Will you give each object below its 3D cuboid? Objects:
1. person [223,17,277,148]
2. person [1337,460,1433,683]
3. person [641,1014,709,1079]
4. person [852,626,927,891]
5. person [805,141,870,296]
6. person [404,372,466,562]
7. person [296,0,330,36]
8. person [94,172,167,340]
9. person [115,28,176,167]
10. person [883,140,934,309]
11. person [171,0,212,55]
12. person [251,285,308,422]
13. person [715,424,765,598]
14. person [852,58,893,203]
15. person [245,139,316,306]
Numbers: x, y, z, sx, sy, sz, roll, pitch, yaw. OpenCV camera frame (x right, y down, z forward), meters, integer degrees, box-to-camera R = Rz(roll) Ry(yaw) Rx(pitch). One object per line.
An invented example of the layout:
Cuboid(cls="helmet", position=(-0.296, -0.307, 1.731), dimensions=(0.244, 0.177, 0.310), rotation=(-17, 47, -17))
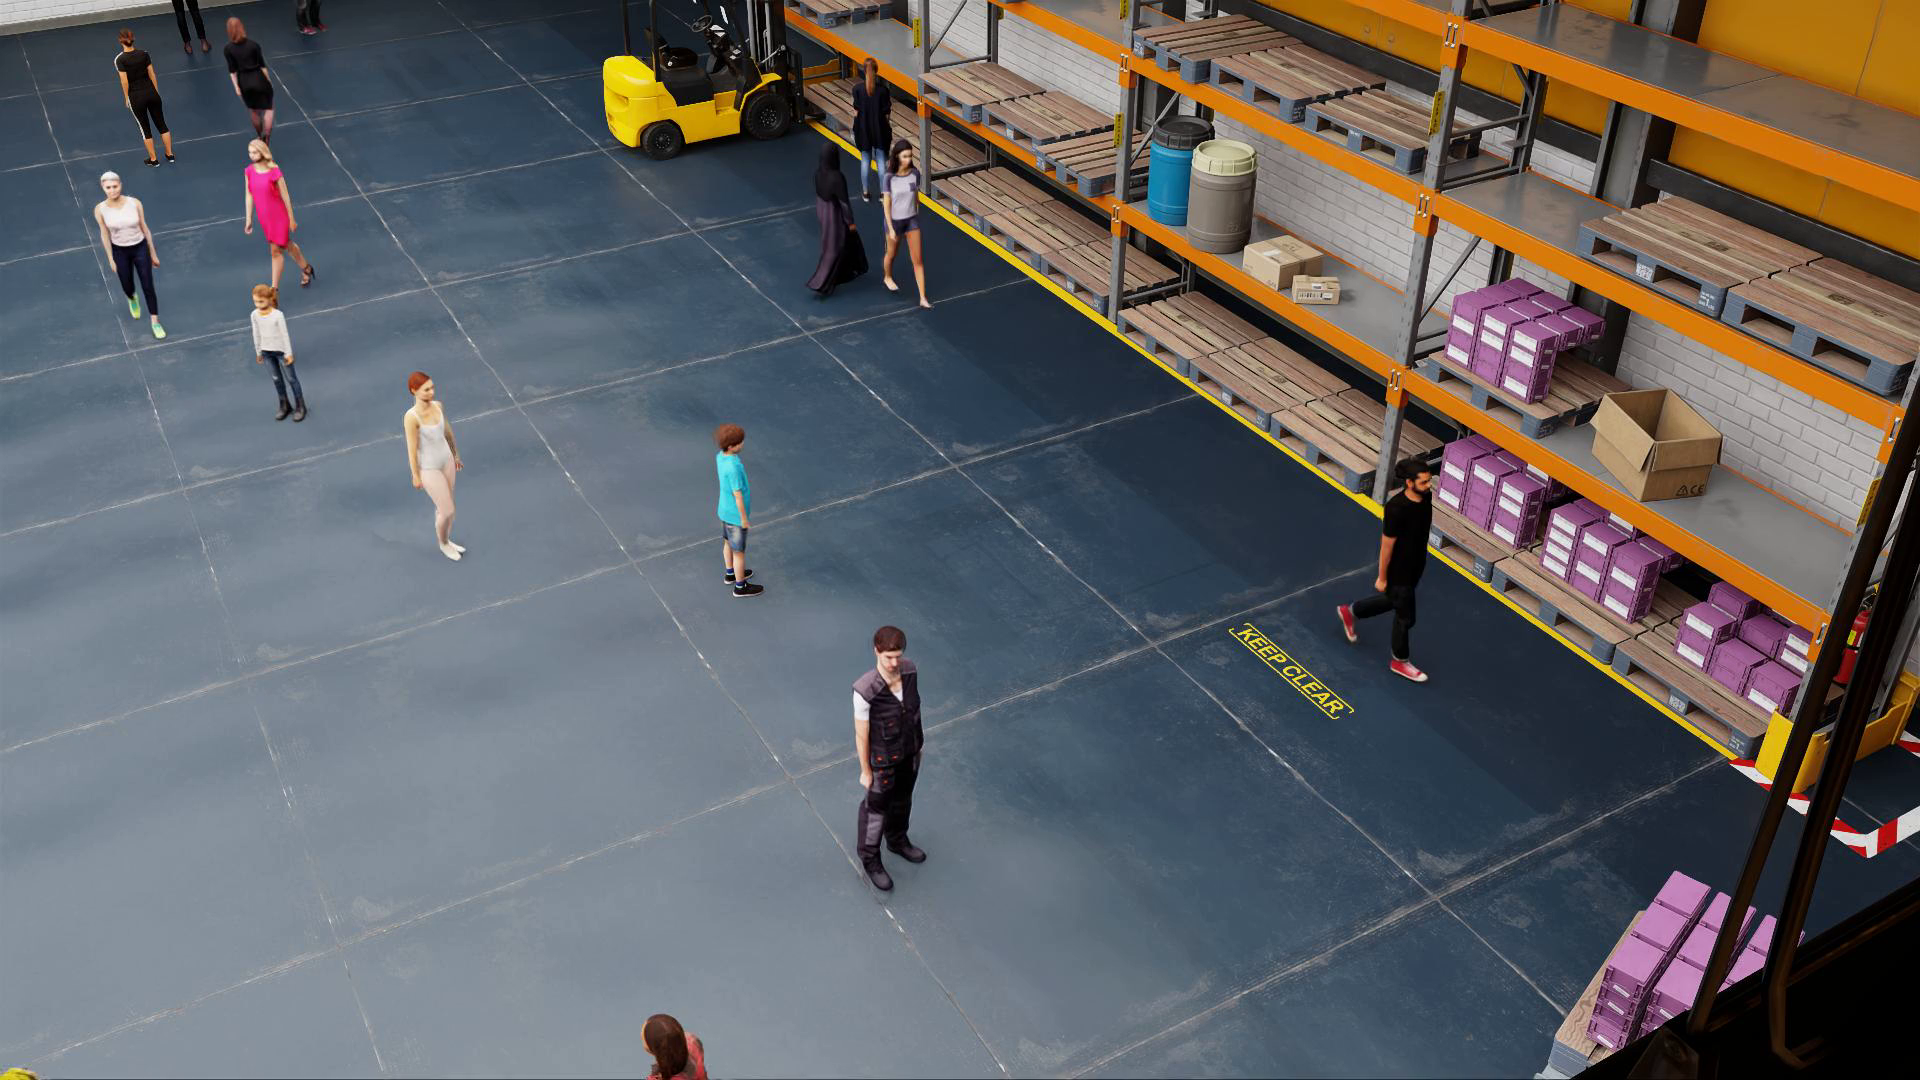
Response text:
Cuboid(cls="person", position=(-8.729, -5.586, 20.564), dimensions=(0.793, 1.689, 0.972), rotation=(-7, 34, -10))
Cuboid(cls="person", position=(3.091, 0.163, 11.875), dimensions=(1.137, 1.734, 0.862), rotation=(26, 42, 34))
Cuboid(cls="person", position=(-1.239, 2.851, 7.879), dimensions=(1.065, 1.681, 0.927), rotation=(15, 36, 21))
Cuboid(cls="person", position=(-0.440, 1.278, 10.093), dimensions=(0.664, 1.849, 0.702), rotation=(28, 42, 35))
Cuboid(cls="person", position=(-1.356, -3.343, 17.255), dimensions=(0.714, 1.617, 1.022), rotation=(-20, 39, -28))
Cuboid(cls="person", position=(-4.200, -0.592, 13.100), dimensions=(0.735, 1.634, 0.692), rotation=(14, 36, 20))
Cuboid(cls="person", position=(-9.839, -8.397, 24.726), dimensions=(0.888, 1.764, 0.834), rotation=(4, 34, 7))
Cuboid(cls="person", position=(-8.201, -2.848, 16.444), dimensions=(0.616, 1.690, 0.847), rotation=(-20, 39, -27))
Cuboid(cls="person", position=(-9.990, -5.424, 20.338), dimensions=(0.619, 1.669, 0.644), rotation=(26, 42, 34))
Cuboid(cls="person", position=(-0.649, -3.267, 17.080), dimensions=(0.654, 1.684, 1.120), rotation=(-15, 36, -21))
Cuboid(cls="person", position=(-11.274, -7.998, 24.061), dimensions=(0.726, 1.835, 0.598), rotation=(-13, 36, -19))
Cuboid(cls="person", position=(-6.185, -1.709, 15.072), dimensions=(0.571, 1.312, 0.621), rotation=(4, 34, 6))
Cuboid(cls="person", position=(-1.740, -0.242, 12.742), dimensions=(0.593, 1.449, 0.440), rotation=(-15, 36, -21))
Cuboid(cls="person", position=(-1.019, -4.767, 19.336), dimensions=(0.722, 1.684, 0.747), rotation=(3, 34, 4))
Cuboid(cls="person", position=(-7.032, -3.338, 17.189), dimensions=(1.045, 1.681, 1.051), rotation=(11, 35, 16))
